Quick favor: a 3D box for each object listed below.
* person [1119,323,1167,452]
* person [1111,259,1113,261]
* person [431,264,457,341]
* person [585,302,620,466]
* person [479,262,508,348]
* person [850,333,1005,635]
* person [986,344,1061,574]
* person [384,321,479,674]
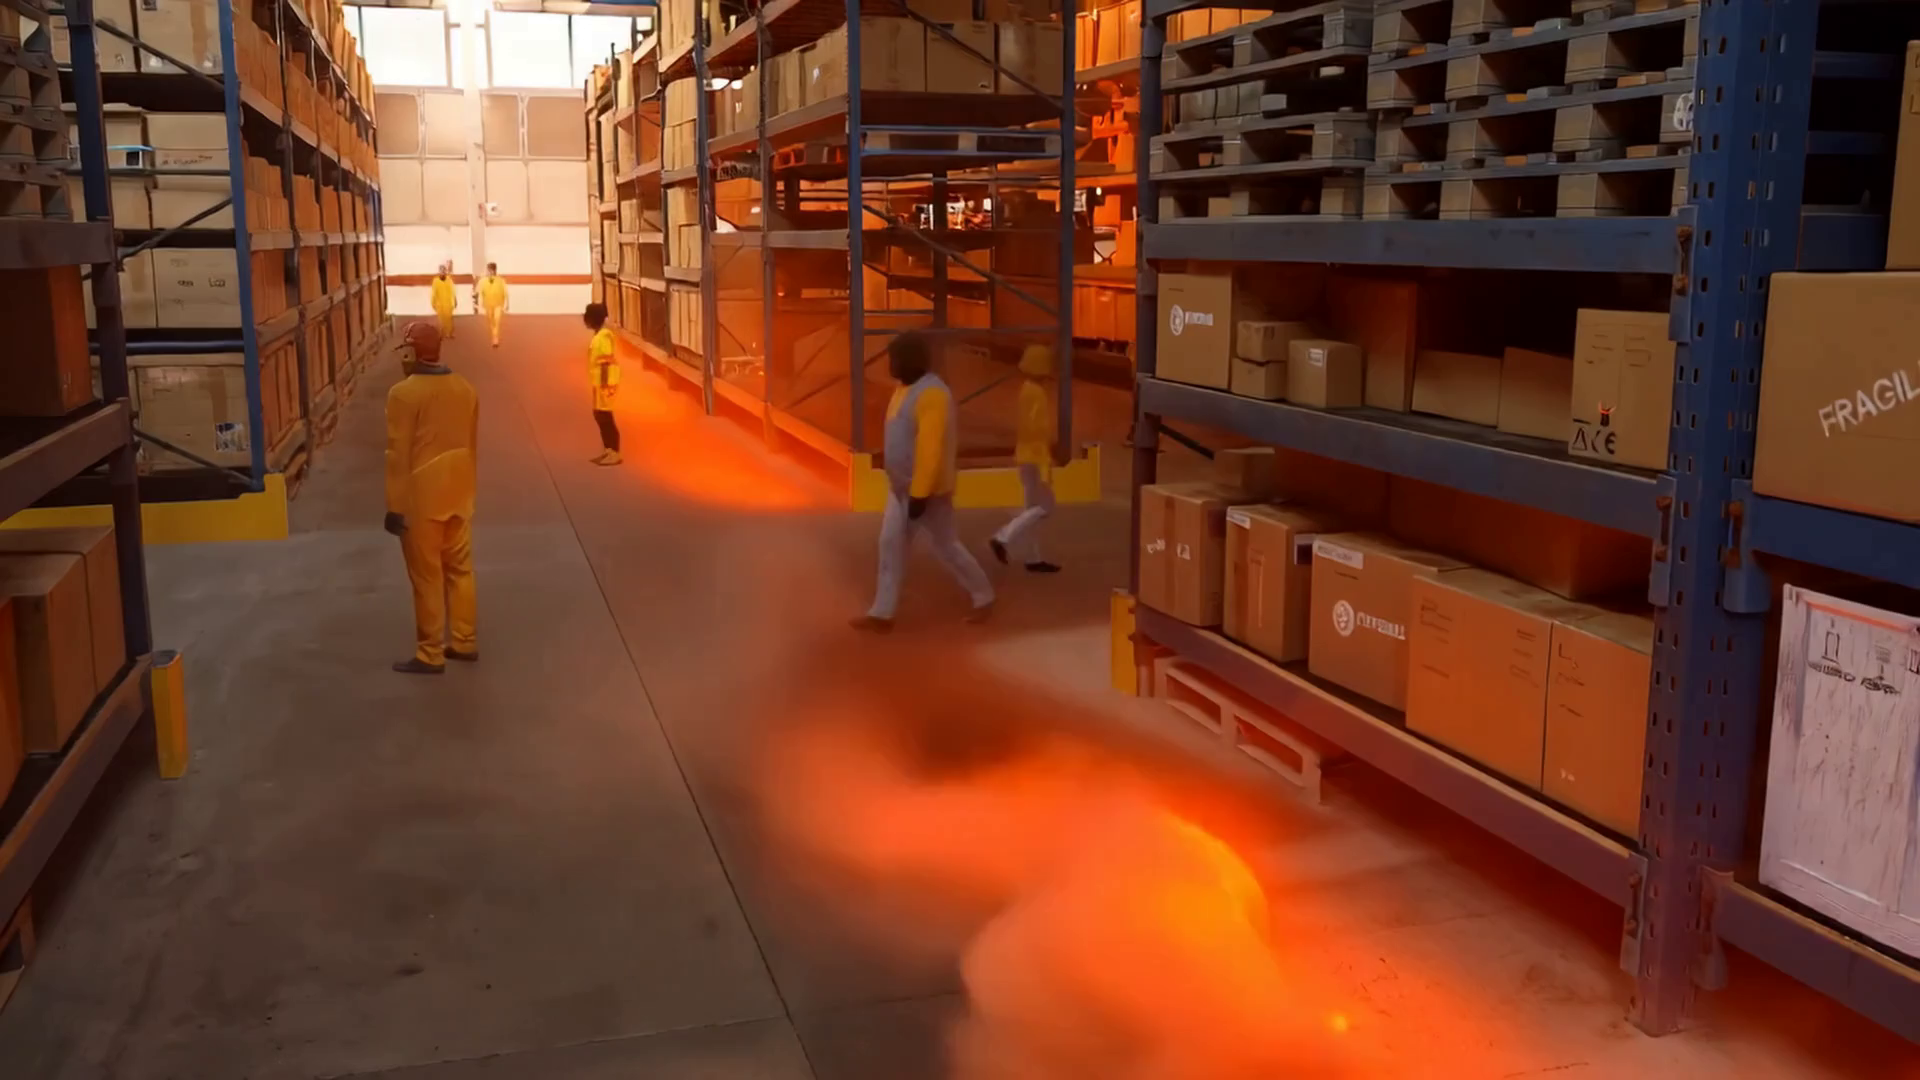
[{"bbox_3d":[2.055,-1.850,18.346,0.546,1.734,0.772,-5,11,-24],"label":"person"},{"bbox_3d":[4.198,-6.436,43.007,0.895,1.922,0.617,4,11,21],"label":"person"},{"bbox_3d":[-11.651,-5.355,37.582,0.581,1.731,0.646,-5,12,-26],"label":"person"},{"bbox_3d":[-3.681,-1.605,17.136,0.322,1.686,0.540,-4,11,-19],"label":"person"},{"bbox_3d":[-9.970,-5.034,35.601,0.599,1.812,0.708,-1,10,-3],"label":"person"},{"bbox_3d":[-0.172,-0.329,9.854,0.906,1.805,0.617,-5,11,-24],"label":"person"},{"bbox_3d":[0.457,-0.546,11.500,0.466,1.617,0.511,-1,10,-7],"label":"person"},{"bbox_3d":[-2.883,-0.230,9.032,0.399,1.901,0.643,4,11,21],"label":"person"}]
